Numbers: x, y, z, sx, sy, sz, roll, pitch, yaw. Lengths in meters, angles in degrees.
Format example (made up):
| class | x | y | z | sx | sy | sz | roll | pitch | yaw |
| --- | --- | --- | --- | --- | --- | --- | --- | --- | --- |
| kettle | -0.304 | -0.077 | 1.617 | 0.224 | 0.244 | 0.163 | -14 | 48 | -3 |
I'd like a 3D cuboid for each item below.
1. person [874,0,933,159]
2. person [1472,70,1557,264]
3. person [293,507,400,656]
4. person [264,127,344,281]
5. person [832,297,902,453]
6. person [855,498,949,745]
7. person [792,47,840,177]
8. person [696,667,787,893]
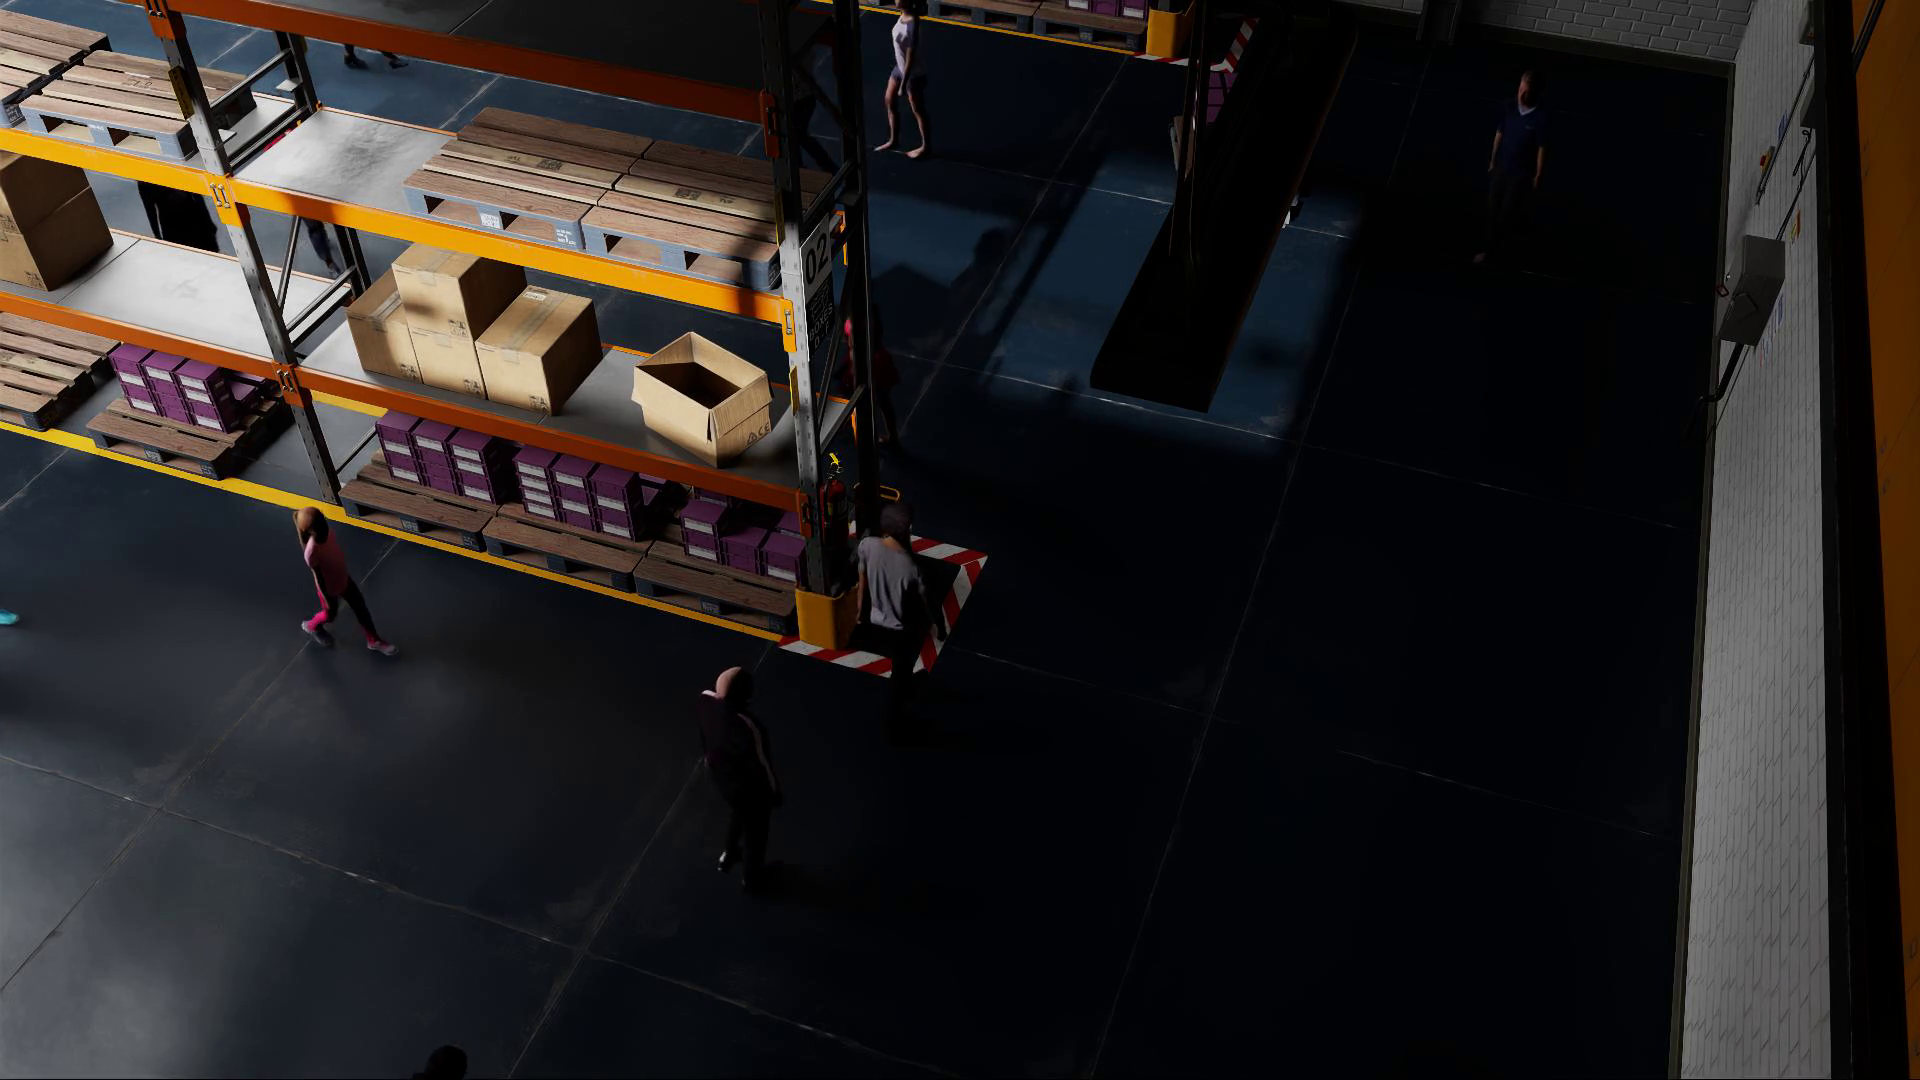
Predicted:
| class | x | y | z | sx | sy | sz | roll | pitch | yaw |
| --- | --- | --- | --- | --- | --- | --- | --- | --- | --- |
| person | -0.377 | -4.357 | 15.489 | 0.903 | 1.750 | 0.814 | -9 | 44 | -9 |
| person | 4.789 | -3.210 | 14.221 | 0.945 | 1.840 | 0.913 | -28 | 50 | -27 |
| person | -4.192 | 0.283 | 10.979 | 0.890 | 1.254 | 0.508 | 12 | 45 | 13 |
| person | -5.619 | -3.073 | 14.245 | 0.958 | 1.607 | 1.143 | -29 | 51 | -27 |
| person | -0.641 | -1.284 | 12.435 | 1.080 | 1.513 | 0.755 | 26 | 49 | 25 |
| person | -0.439 | 0.561 | 10.261 | 0.902 | 1.843 | 0.912 | 27 | 50 | 25 |
| person | -1.388 | -3.871 | 14.935 | 0.830 | 1.811 | 0.659 | 15 | 46 | 15 |
| person | -1.306 | 1.409 | 9.384 | 0.758 | 1.822 | 0.869 | 35 | 53 | 31 |
